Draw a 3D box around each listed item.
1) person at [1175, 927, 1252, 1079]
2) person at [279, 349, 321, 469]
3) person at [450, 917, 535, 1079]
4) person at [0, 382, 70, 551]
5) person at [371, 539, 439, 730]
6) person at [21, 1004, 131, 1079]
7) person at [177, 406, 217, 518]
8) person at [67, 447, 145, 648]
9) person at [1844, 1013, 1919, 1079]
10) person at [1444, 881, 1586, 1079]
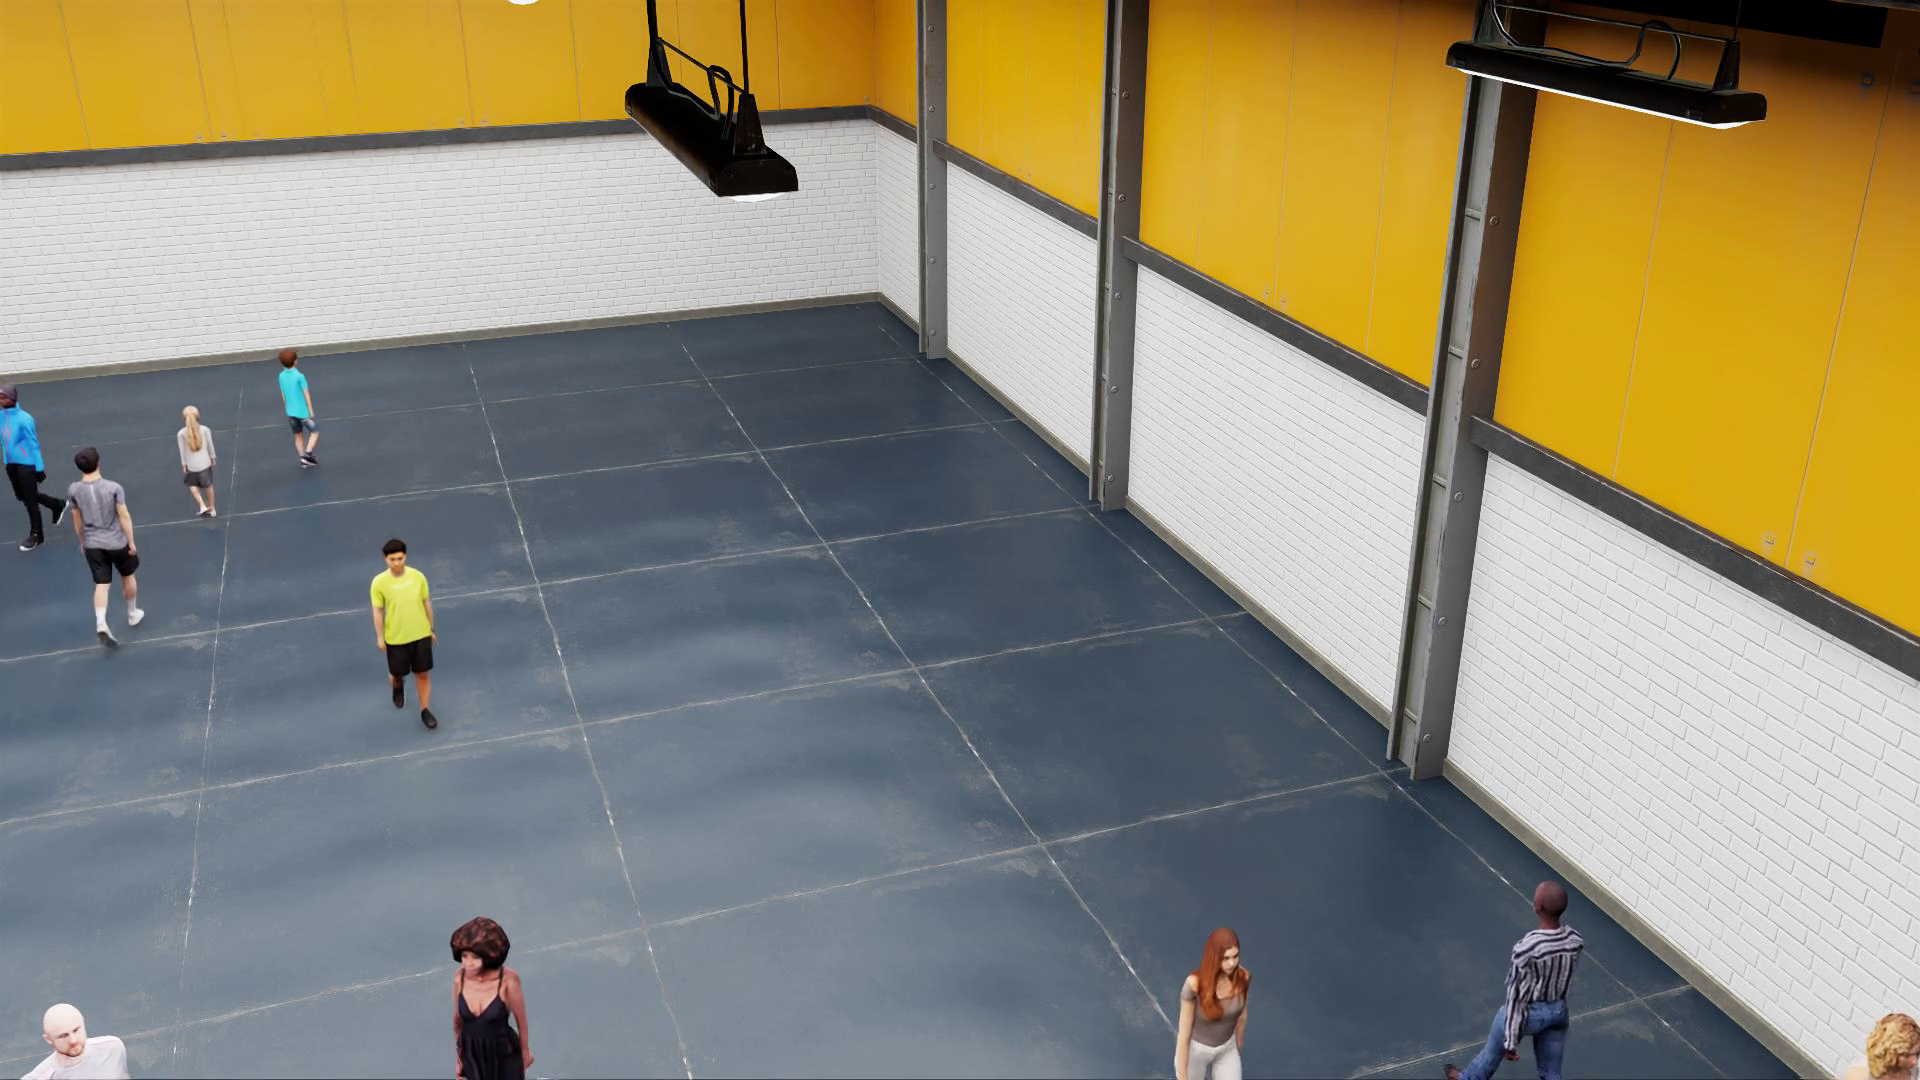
[{"bbox_3d":[1.334,2.815,9.239,0.673,1.698,0.946,-5,24,-11],"label":"person"},{"bbox_3d":[-7.775,-1.518,19.466,0.666,1.445,0.718,7,24,15],"label":"person"},{"bbox_3d":[-2.542,2.804,9.166,0.749,1.775,0.876,3,24,7],"label":"person"},{"bbox_3d":[-9.748,-0.818,17.451,0.982,1.777,1.057,9,25,20],"label":"person"},{"bbox_3d":[-4.663,0.750,13.965,0.702,1.696,0.879,-13,27,-28],"label":"person"},{"bbox_3d":[-4.364,3.105,8.407,0.766,1.833,0.753,18,29,35],"label":"person"},{"bbox_3d":[-8.286,-0.830,18.116,0.589,1.266,0.629,-17,29,-34],"label":"person"},{"bbox_3d":[-7.905,0.073,15.336,0.801,1.839,1.164,-4,24,-8],"label":"person"},{"bbox_3d":[4.651,3.096,8.695,0.664,1.617,1.070,-10,26,-22],"label":"person"},{"bbox_3d":[3.274,2.766,9.278,0.640,1.755,1.079,-9,25,-20],"label":"person"}]
